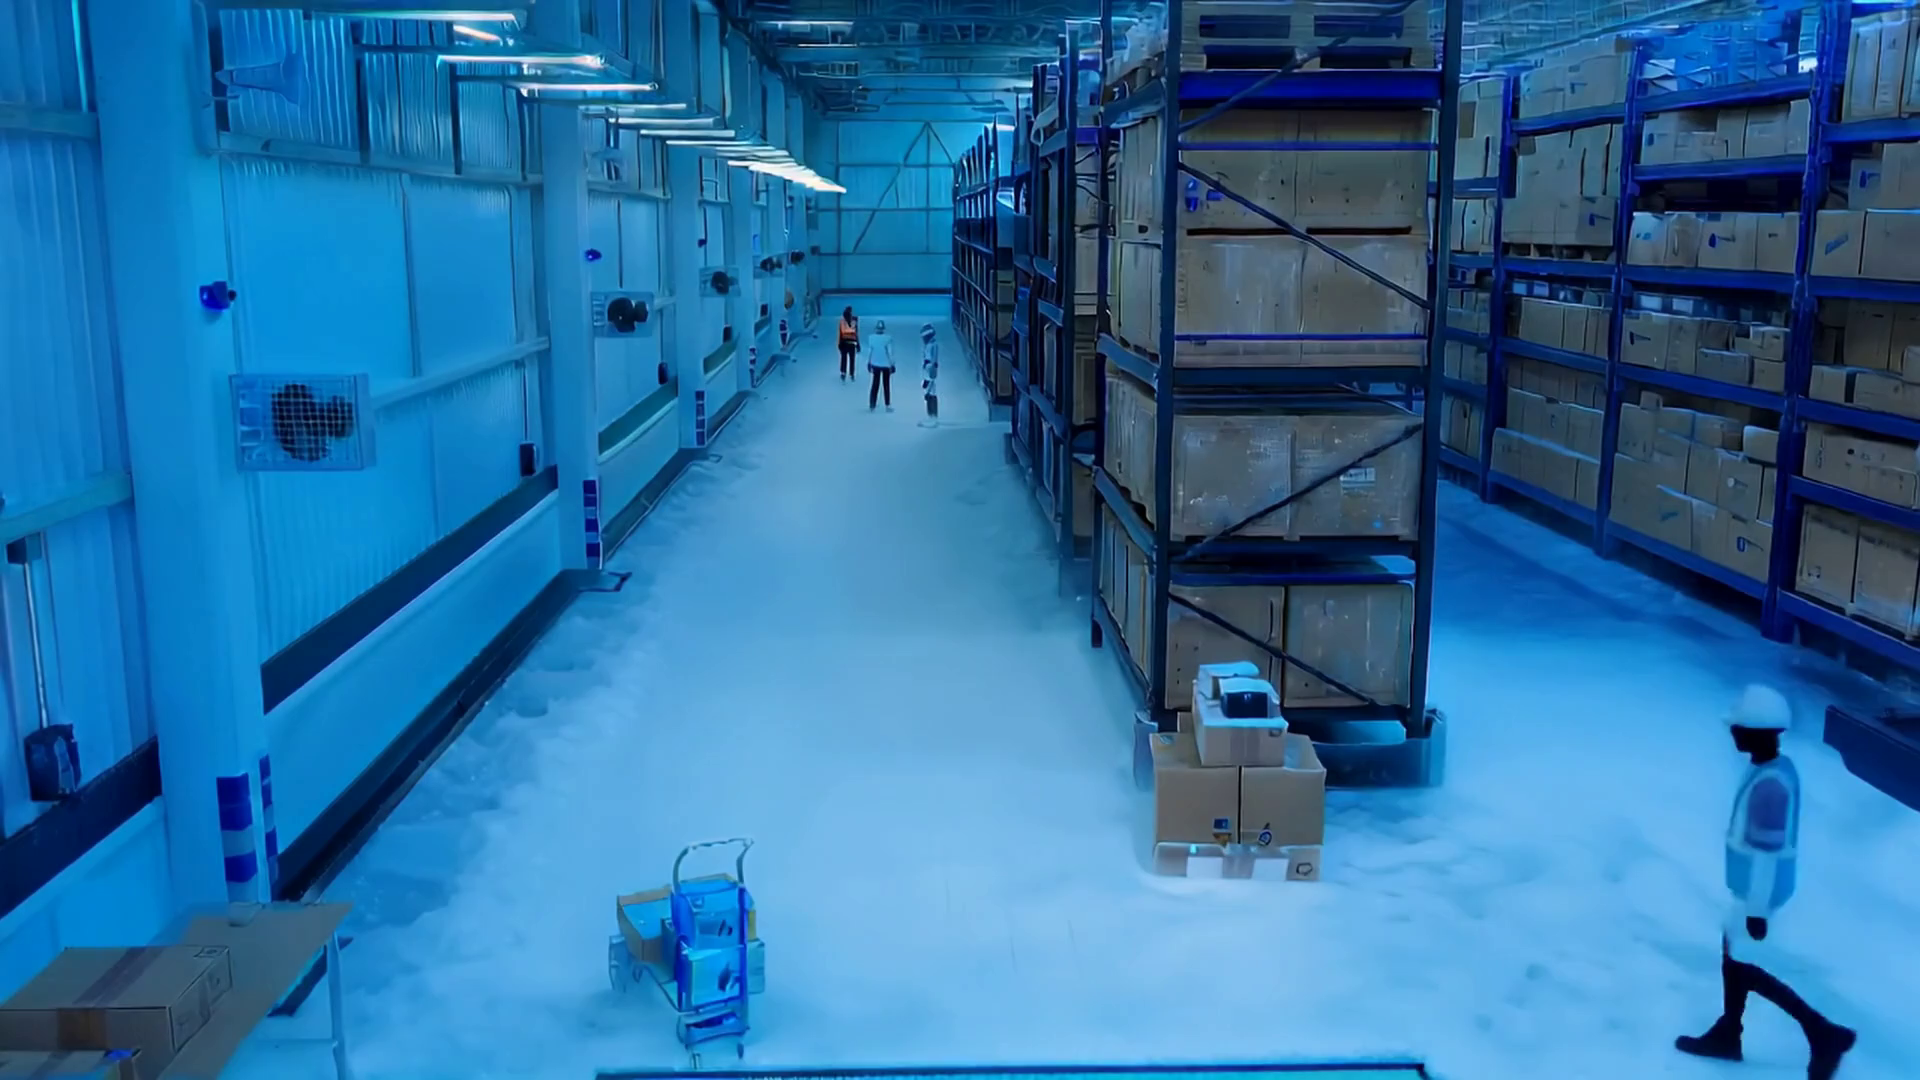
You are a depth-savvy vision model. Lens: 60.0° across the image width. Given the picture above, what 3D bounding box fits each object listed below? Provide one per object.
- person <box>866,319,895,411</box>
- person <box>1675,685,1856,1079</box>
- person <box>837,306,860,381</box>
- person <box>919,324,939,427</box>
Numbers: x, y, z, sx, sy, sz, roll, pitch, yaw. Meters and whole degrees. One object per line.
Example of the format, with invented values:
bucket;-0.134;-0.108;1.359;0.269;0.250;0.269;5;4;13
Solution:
person;-1.706;-3.749;35.695;0.617;1.986;0.408;-3;11;-14
person;3.861;1.637;7.869;0.673;1.921;0.548;6;12;27
person;-2.861;-5.013;42.466;0.586;1.913;0.397;-5;12;-24
person;-0.632;-3.250;32.940;0.374;2.042;0.615;4;11;18
